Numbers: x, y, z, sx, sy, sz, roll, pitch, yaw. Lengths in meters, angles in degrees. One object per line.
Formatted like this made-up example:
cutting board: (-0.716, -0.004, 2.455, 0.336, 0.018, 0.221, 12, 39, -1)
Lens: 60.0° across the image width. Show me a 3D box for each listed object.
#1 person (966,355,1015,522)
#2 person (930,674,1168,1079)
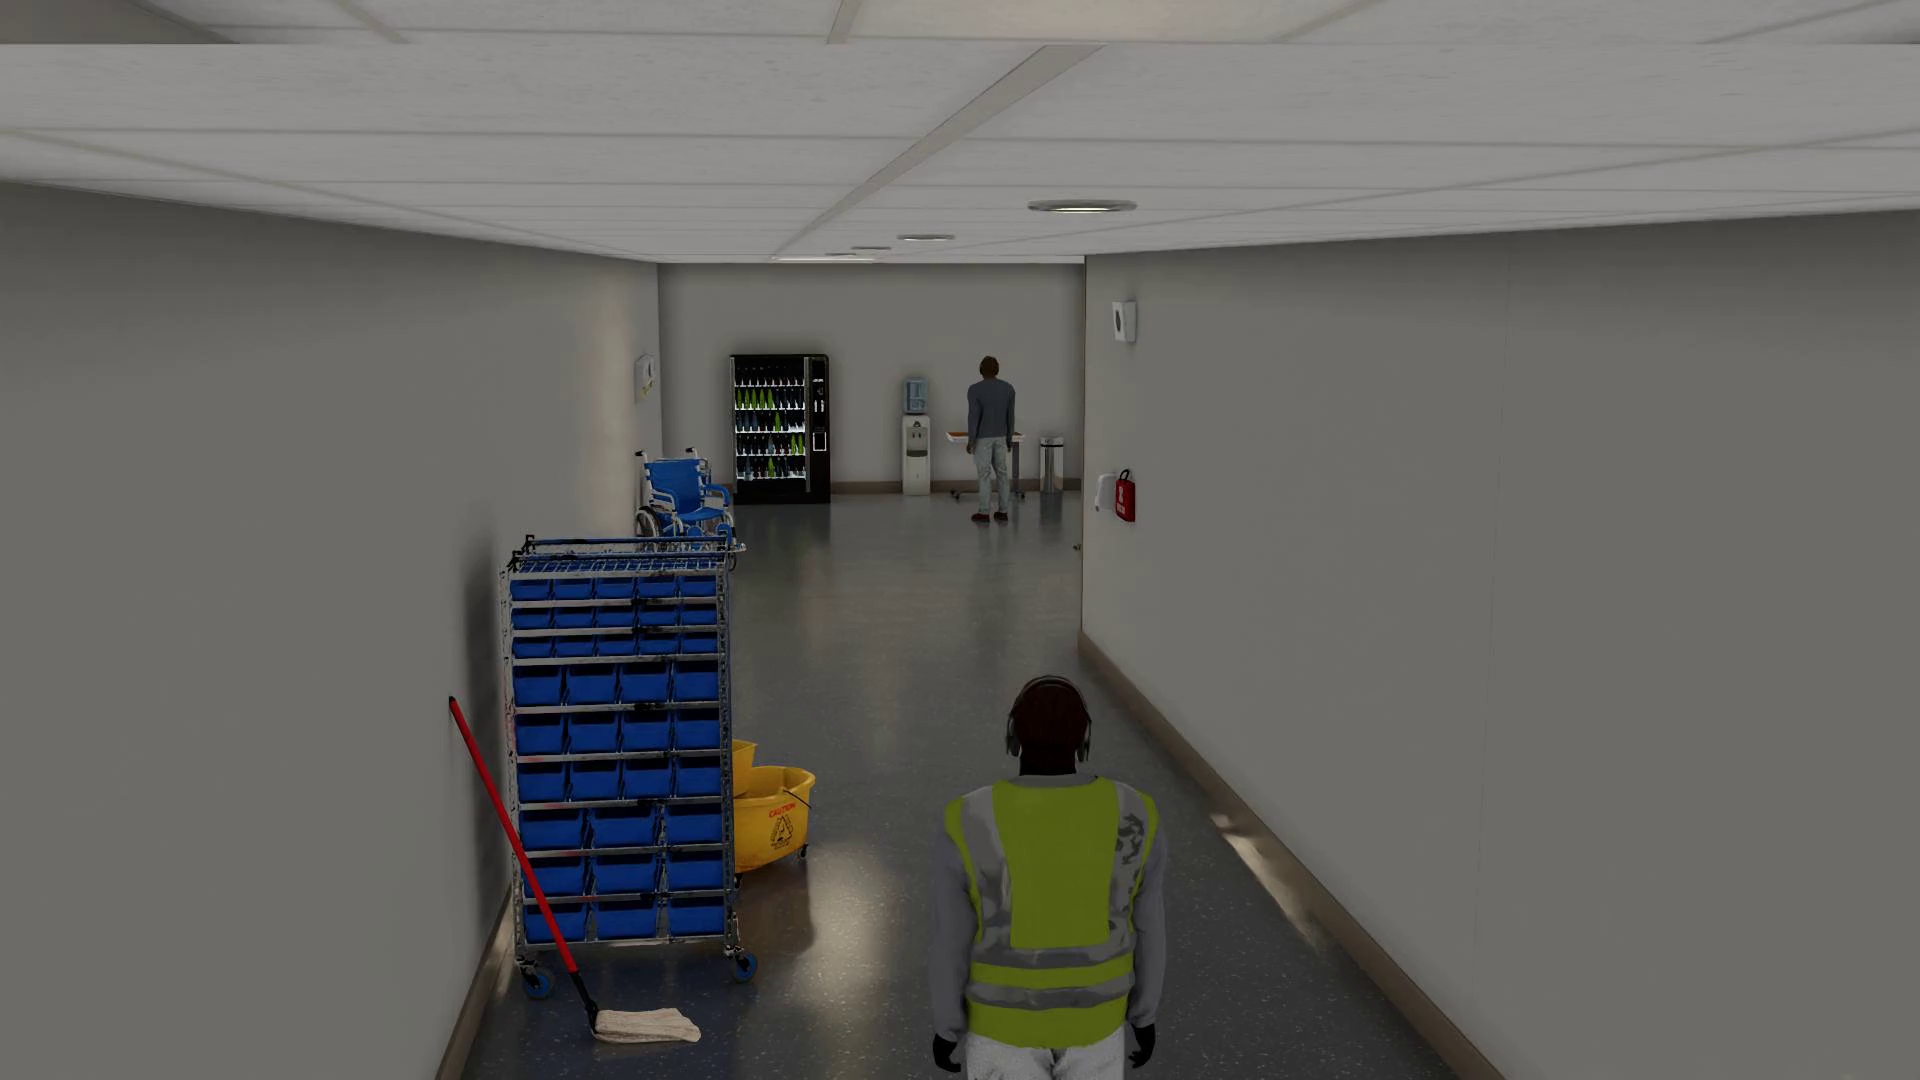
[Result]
person: (0.353, -1.174, 19.365, 0.635, 1.937, 0.353, -5, 11, -30)
person: (0.231, 1.265, 4.446, 0.634, 1.841, 0.429, -1, 9, -9)
